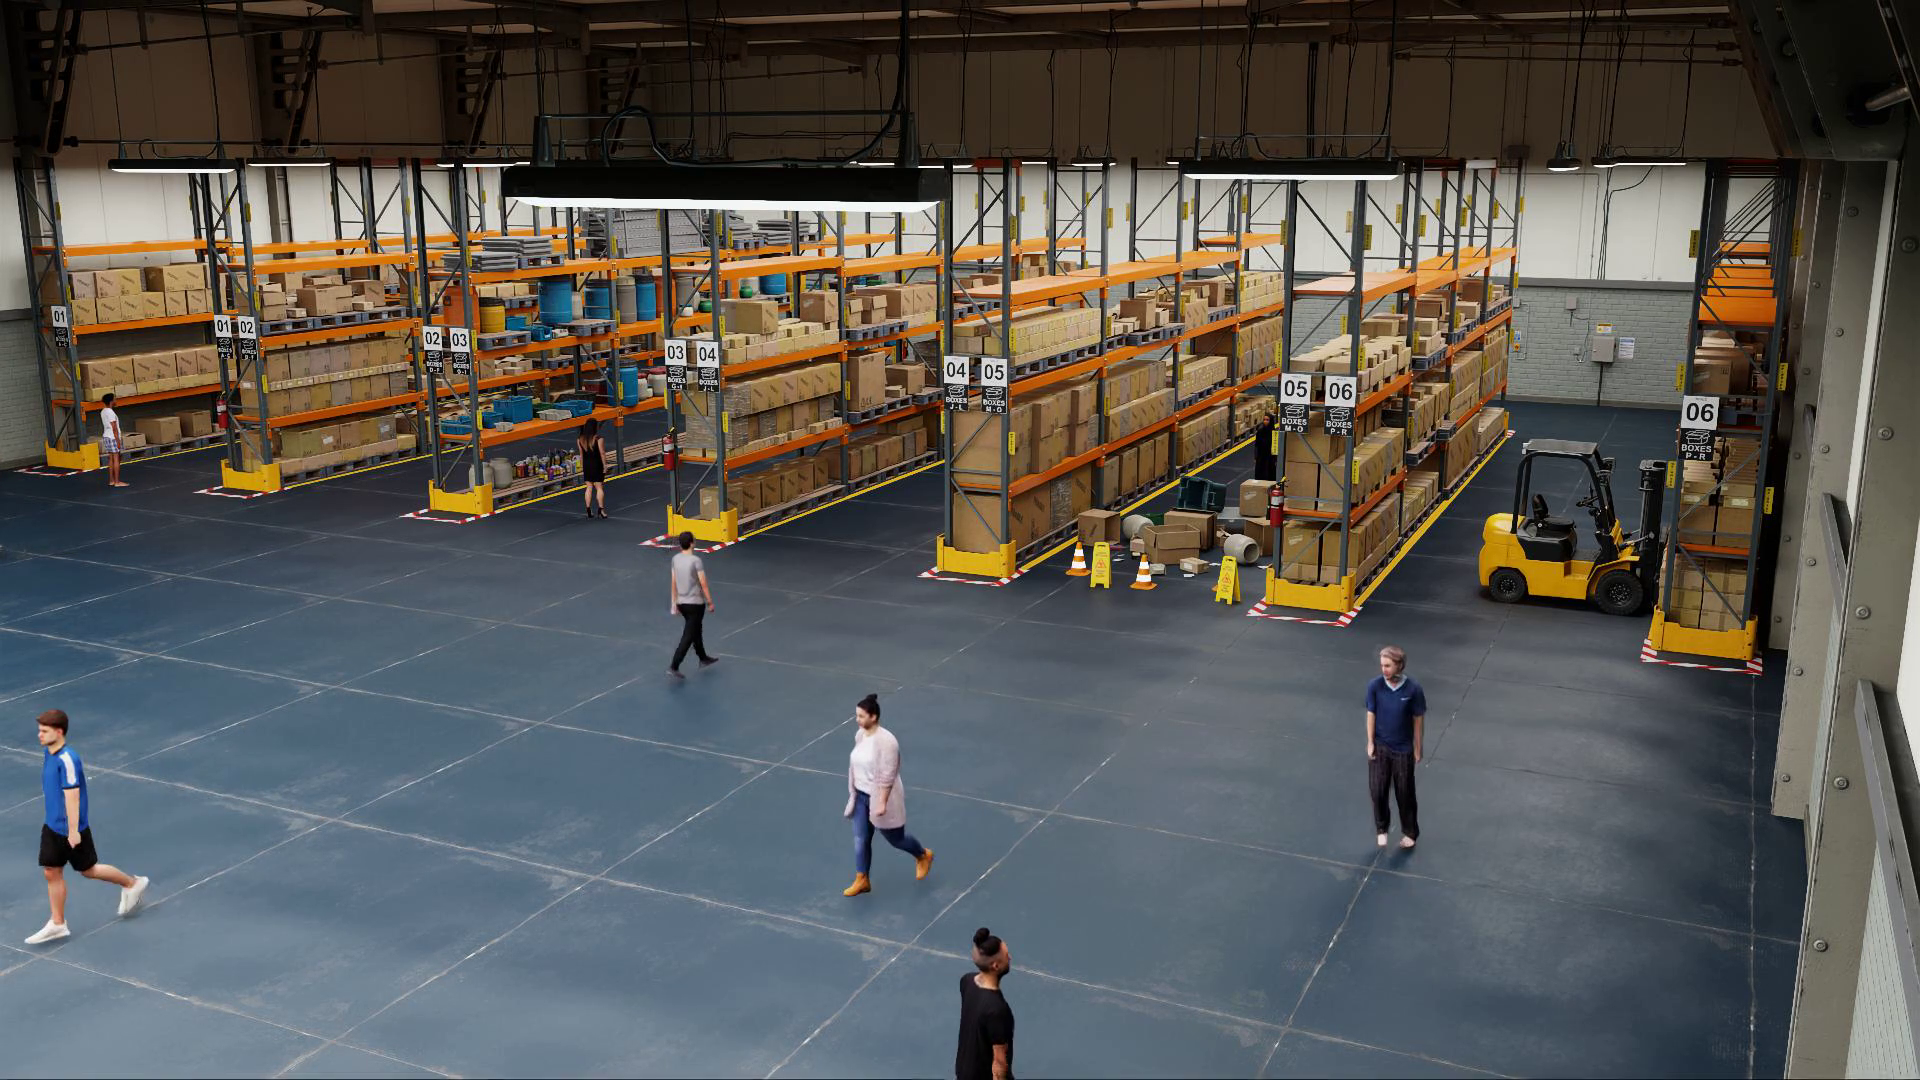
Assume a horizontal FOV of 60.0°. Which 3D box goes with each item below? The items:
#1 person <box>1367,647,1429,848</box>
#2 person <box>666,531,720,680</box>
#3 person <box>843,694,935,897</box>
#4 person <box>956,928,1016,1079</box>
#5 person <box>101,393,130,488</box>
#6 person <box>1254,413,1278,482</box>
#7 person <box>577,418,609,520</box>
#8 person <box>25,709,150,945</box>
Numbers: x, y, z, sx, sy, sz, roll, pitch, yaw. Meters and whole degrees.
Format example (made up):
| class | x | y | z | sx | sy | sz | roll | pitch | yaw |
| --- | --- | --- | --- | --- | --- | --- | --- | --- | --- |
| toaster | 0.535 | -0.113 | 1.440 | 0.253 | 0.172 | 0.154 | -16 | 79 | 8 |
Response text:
| class | x | y | z | sx | sy | sz | roll | pitch | yaw |
| --- | --- | --- | --- | --- | --- | --- | --- | --- | --- |
| person | 3.830 | 1.825 | 14.793 | 0.665 | 1.846 | 0.662 | 4 | 14 | 15 |
| person | -3.218 | 0.785 | 19.548 | 0.793 | 1.727 | 1.216 | 10 | 16 | 37 |
| person | -0.605 | 2.115 | 13.839 | 1.182 | 1.712 | 0.953 | -12 | 17 | -41 |
| person | 0.094 | 3.063 | 9.423 | 0.984 | 1.856 | 0.920 | -5 | 14 | -22 |
| person | -15.808 | -1.874 | 31.022 | 0.707 | 1.731 | 0.648 | 13 | 18 | 43 |
| person | 5.424 | -1.437 | 29.394 | 0.622 | 1.615 | 0.609 | 8 | 15 | 30 |
| person | -6.221 | -1.221 | 28.228 | 0.681 | 1.718 | 0.642 | 4 | 14 | 16 |
| person | -6.940 | 2.216 | 13.114 | 0.819 | 1.841 | 1.241 | 9 | 16 | 35 |
